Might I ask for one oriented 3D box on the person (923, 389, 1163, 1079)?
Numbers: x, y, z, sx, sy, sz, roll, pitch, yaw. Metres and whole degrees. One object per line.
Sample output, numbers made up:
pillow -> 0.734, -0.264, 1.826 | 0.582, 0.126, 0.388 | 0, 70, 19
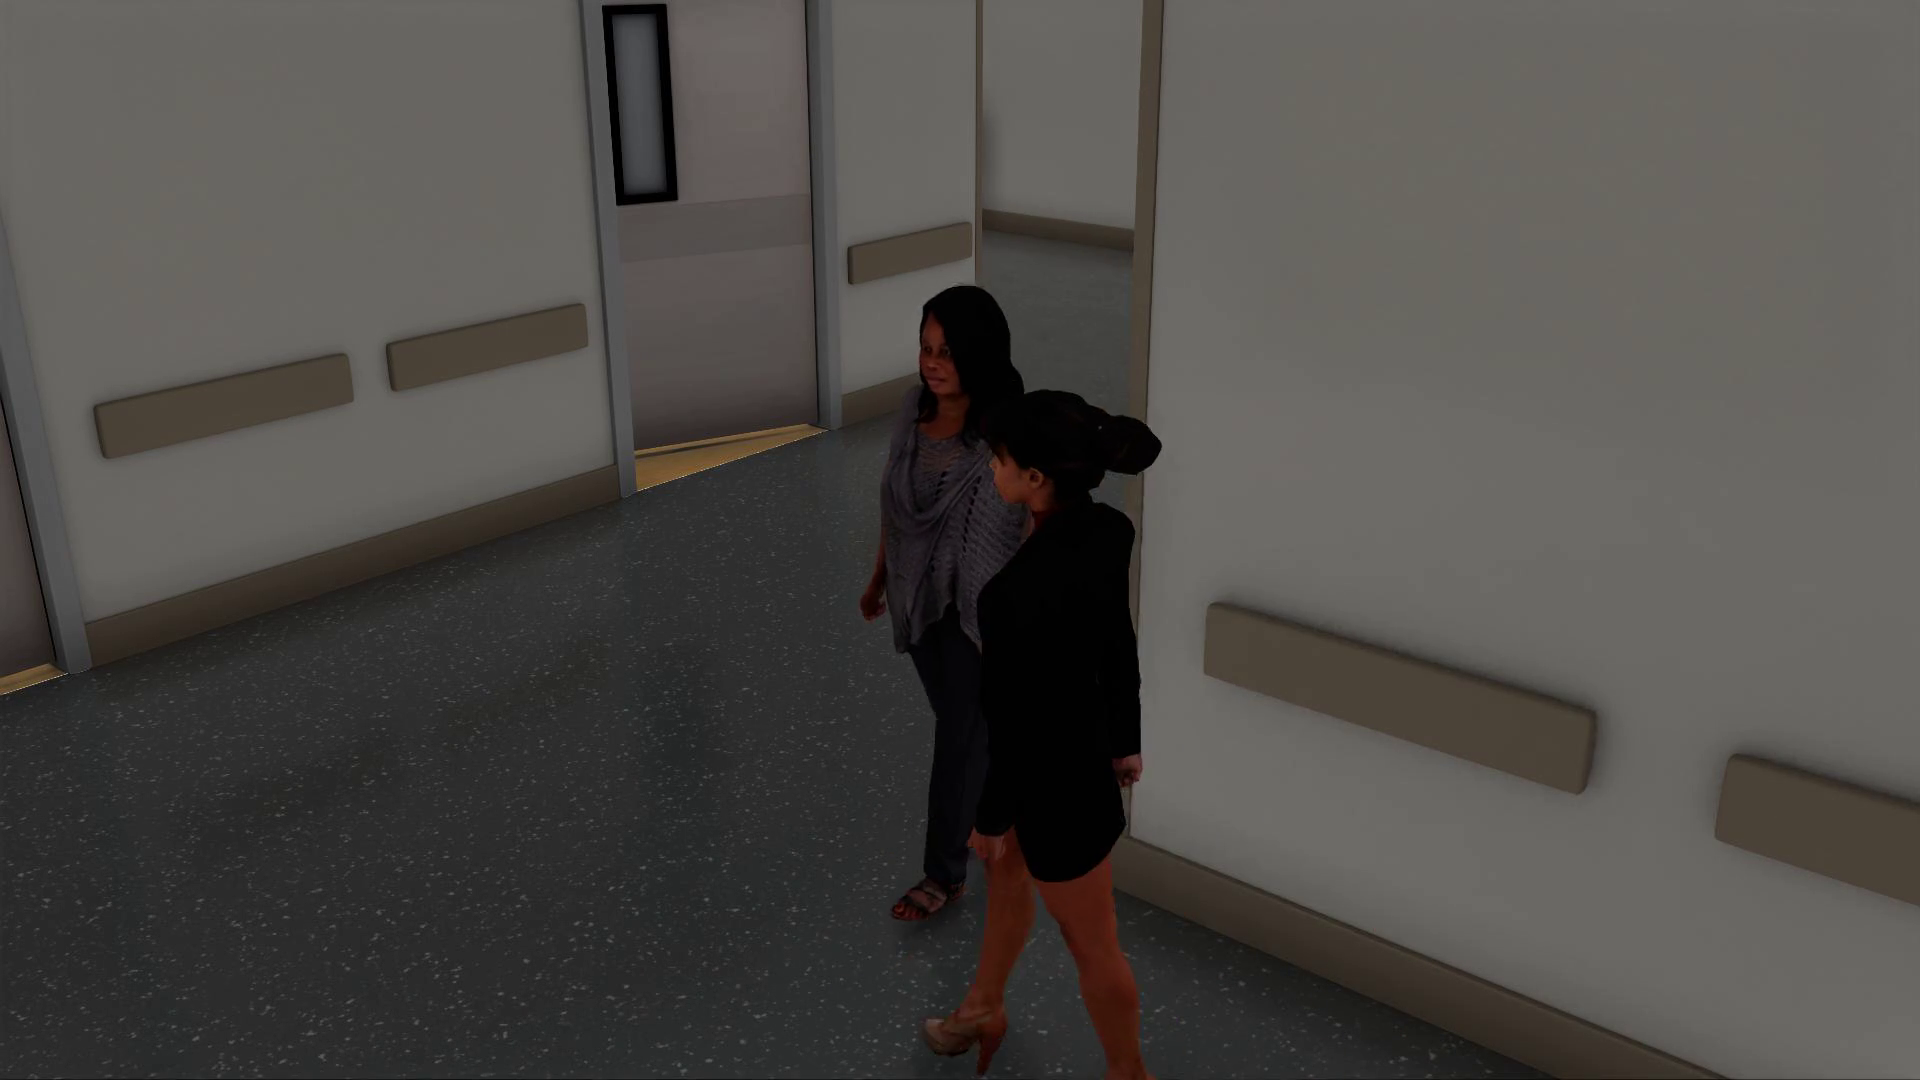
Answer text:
person -> 0.279, 0.510, 3.280 | 0.809, 1.616, 0.829 | 8, 22, 21

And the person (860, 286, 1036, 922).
person -> 0.037, 0.122, 4.347 | 0.620, 1.586, 0.906 | 17, 27, 38
